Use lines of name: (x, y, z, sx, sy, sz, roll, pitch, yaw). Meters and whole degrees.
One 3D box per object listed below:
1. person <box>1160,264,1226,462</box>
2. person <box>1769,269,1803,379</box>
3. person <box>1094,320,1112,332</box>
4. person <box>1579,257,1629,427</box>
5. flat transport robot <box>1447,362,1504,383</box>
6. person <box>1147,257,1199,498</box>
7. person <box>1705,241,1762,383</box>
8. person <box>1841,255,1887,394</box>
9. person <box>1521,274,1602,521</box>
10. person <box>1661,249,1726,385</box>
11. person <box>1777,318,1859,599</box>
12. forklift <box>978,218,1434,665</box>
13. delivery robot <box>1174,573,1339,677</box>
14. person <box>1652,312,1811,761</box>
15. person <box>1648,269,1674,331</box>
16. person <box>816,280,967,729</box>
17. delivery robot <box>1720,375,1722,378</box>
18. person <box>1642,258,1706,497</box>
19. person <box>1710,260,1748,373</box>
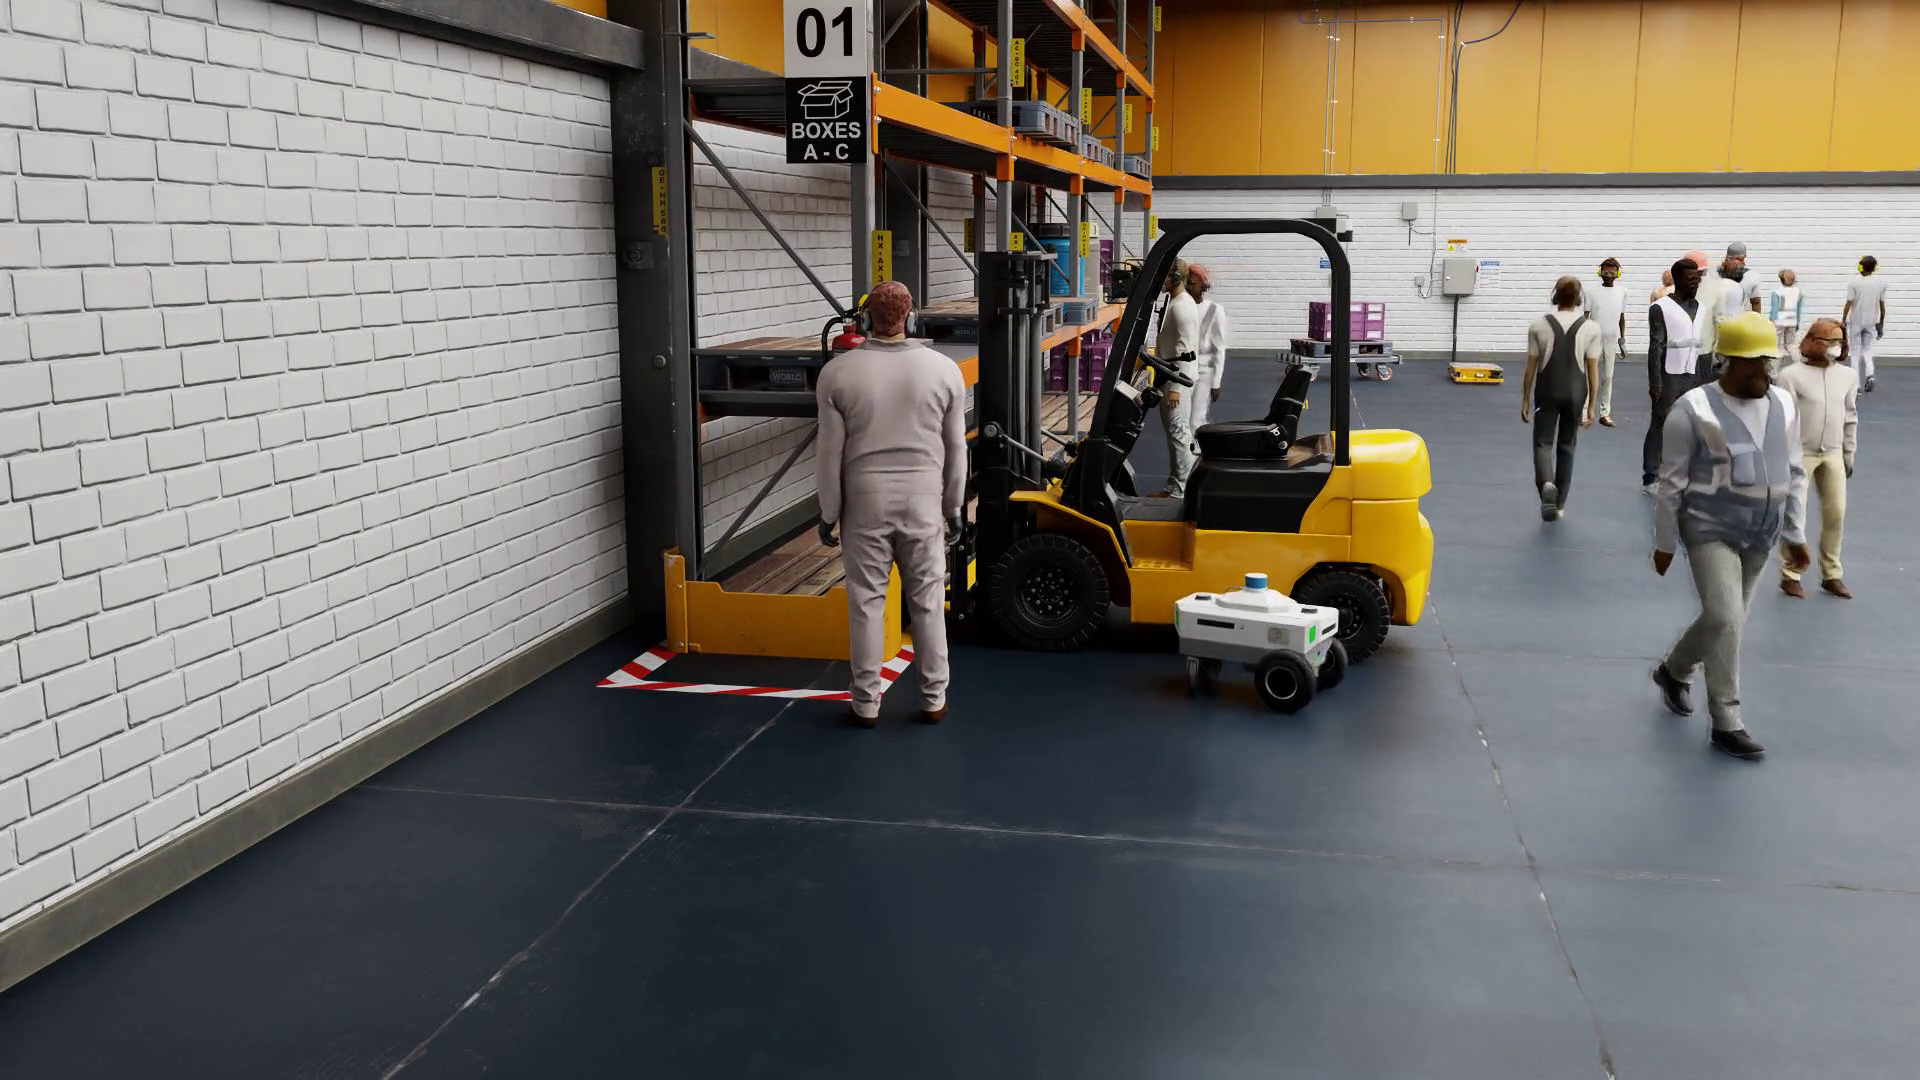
person: (1.912, -1.333, 13.719, 0.607, 1.870, 0.442, 9, 14, 40)
person: (12.080, -3.147, 24.322, 0.527, 1.624, 0.530, -2, 10, -9)
person: (2.384, -3.721, 27.310, 0.590, 1.694, 0.323, -2, 10, -8)
person: (7.102, -2.174, 18.355, 0.519, 1.865, 0.326, 0, 10, 1)
flat transport robot: (7.477, -2.435, 24.148, 0.652, 0.197, 1.431, 2, 11, 11)
person: (1.651, -1.201, 12.811, 0.369, 1.939, 0.631, 0, 10, 1)
person: (9.679, -2.718, 20.847, 0.683, 2.000, 0.537, 8, 13, 36)
person: (11.983, -2.851, 22.098, 0.538, 1.850, 0.427, 0, 10, 2)
person: (4.372, -1.014, 12.113, 0.521, 1.822, 0.729, 3, 11, 16)
person: (7.175, -1.868, 16.391, 0.636, 1.971, 0.462, 6, 12, 31)
person: (4.971, -0.469, 9.661, 0.518, 1.632, 0.348, -1, 10, -4)
forklift: (1.285, -0.567, 8.635, 2.313, 2.155, 1.214, 2, 11, 11)
delivery robot: (1.347, 0.395, 7.602, 0.707, 0.478, 0.477, 6, 12, 32)
person: (3.168, -0.059, 6.949, 0.581, 1.800, 0.845, -3, 11, -15)
person: (10.235, -3.107, 24.090, 0.538, 1.624, 0.466, 7, 13, 35)
person: (-0.295, -0.145, 7.110, 0.644, 1.907, 0.400, -2, 10, -8)
delivery robot: (10.411, -2.278, 22.252, 0.707, 0.478, 0.477, -3, 11, -16)
person: (5.774, -1.309, 13.453, 0.596, 1.918, 0.382, -6, 12, -31)
person: (9.327, -2.478, 20.166, 0.924, 1.804, 0.657, -1, 10, -7)
